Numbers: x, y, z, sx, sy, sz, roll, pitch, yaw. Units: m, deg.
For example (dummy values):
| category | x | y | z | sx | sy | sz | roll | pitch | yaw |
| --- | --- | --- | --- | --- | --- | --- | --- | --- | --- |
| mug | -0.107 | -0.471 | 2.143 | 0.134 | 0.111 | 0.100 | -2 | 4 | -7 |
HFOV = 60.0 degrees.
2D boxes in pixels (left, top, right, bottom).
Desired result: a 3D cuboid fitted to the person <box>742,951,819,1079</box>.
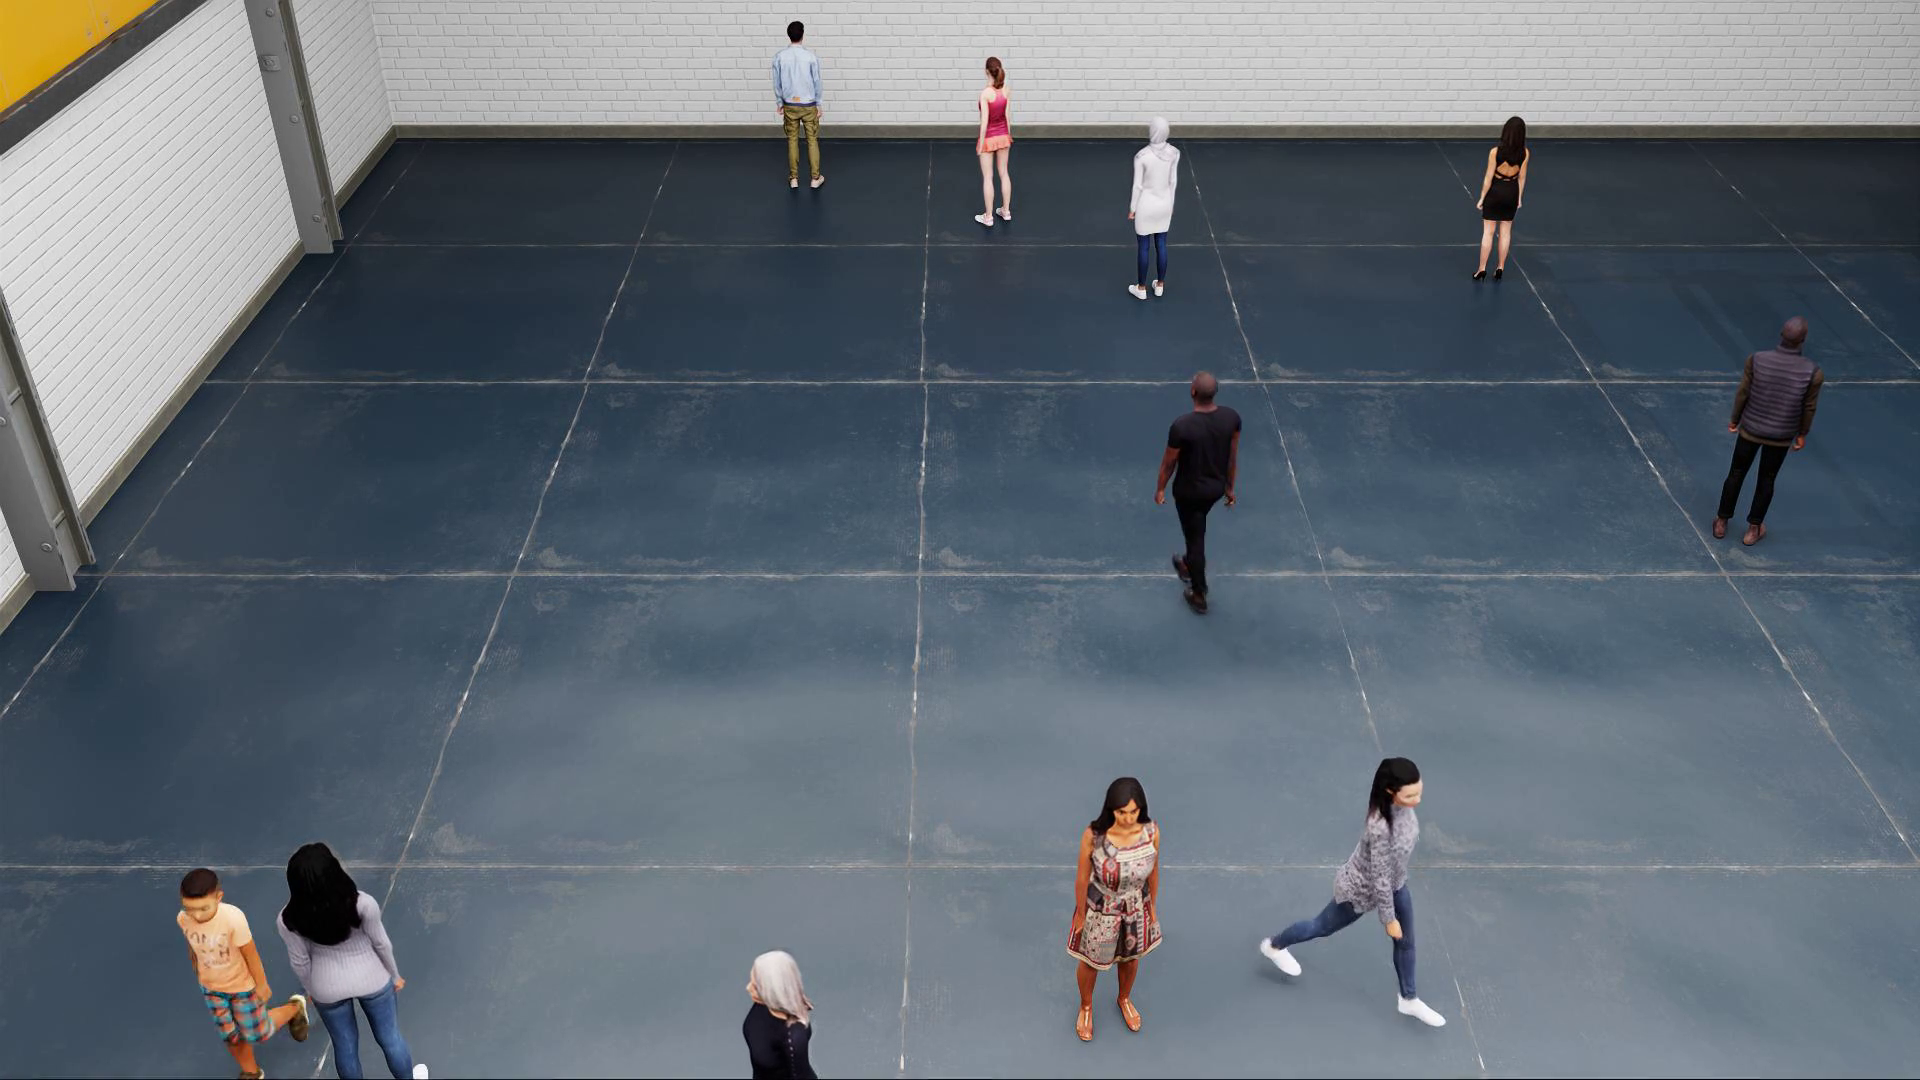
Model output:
| category | x | y | z | sx | sy | sz | roll | pitch | yaw |
| --- | --- | --- | --- | --- | --- | --- | --- | --- | --- |
| person | -0.779 | 2.456 | 7.383 | 0.751 | 1.746 | 0.644 | -15 | 36 | -21 |

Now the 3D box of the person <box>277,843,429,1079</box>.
| category | x | y | z | sx | sy | sz | roll | pitch | yaw |
| --- | --- | --- | --- | --- | --- | --- | --- | --- | --- |
| person | -2.900 | 2.116 | 7.905 | 0.656 | 1.735 | 0.601 | -7 | 34 | -11 |

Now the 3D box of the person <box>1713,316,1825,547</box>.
| category | x | y | z | sx | sy | sz | roll | pitch | yaw |
| --- | --- | --- | --- | --- | --- | --- | --- | --- | --- |
| person | 5.918 | -0.805 | 12.208 | 0.777 | 1.836 | 0.775 | 19 | 38 | 26 |

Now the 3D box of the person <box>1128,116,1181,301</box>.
| category | x | y | z | sx | sy | sz | roll | pitch | yaw |
| --- | --- | --- | --- | --- | --- | --- | --- | --- | --- |
| person | 1.839 | -3.149 | 15.789 | 0.669 | 1.776 | 0.629 | -10 | 35 | -15 |

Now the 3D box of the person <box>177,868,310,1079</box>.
| category | x | y | z | sx | sy | sz | roll | pitch | yaw |
| --- | --- | --- | --- | --- | --- | --- | --- | --- | --- |
| person | -3.533 | 2.114 | 8.168 | 0.590 | 1.447 | 0.795 | 4 | 34 | 6 |

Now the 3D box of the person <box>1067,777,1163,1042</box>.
| category | x | y | z | sx | sy | sz | roll | pitch | yaw |
| --- | --- | --- | --- | --- | --- | --- | --- | --- | --- |
| person | 0.790 | 1.840 | 8.400 | 0.690 | 1.645 | 0.597 | -6 | 34 | -9 |

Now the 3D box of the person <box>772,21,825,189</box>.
| category | x | y | z | sx | sy | sz | roll | pitch | yaw |
| --- | --- | --- | --- | --- | --- | --- | --- | --- | --- |
| person | -1.751 | -4.749 | 18.165 | 0.687 | 1.810 | 0.571 | 2 | 34 | 3 |

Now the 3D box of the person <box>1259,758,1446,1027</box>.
| category | x | y | z | sx | sy | sz | roll | pitch | yaw |
| --- | --- | --- | --- | --- | --- | --- | --- | --- | --- |
| person | 2.003 | 1.751 | 8.502 | 1.144 | 1.681 | 1.236 | 19 | 38 | 26 |

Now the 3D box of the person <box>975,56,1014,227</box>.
| category | x | y | z | sx | sy | sz | roll | pitch | yaw |
| --- | --- | --- | --- | --- | --- | --- | --- | --- | --- |
| person | 0.349 | -4.167 | 17.342 | 0.653 | 1.752 | 0.689 | -22 | 39 | -29 |

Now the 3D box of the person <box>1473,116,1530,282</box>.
| category | x | y | z | sx | sy | sz | roll | pitch | yaw |
| --- | --- | --- | --- | --- | --- | --- | --- | --- | --- |
| person | 5.243 | -3.292 | 16.119 | 0.569 | 1.648 | 0.488 | 1 | 34 | 1 |

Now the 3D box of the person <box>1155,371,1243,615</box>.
| category | x | y | z | sx | sy | sz | roll | pitch | yaw |
| --- | --- | --- | --- | --- | --- | --- | --- | --- | --- |
| person | 1.688 | -0.281 | 11.453 | 0.861 | 1.800 | 1.005 | -11 | 35 | -17 |
